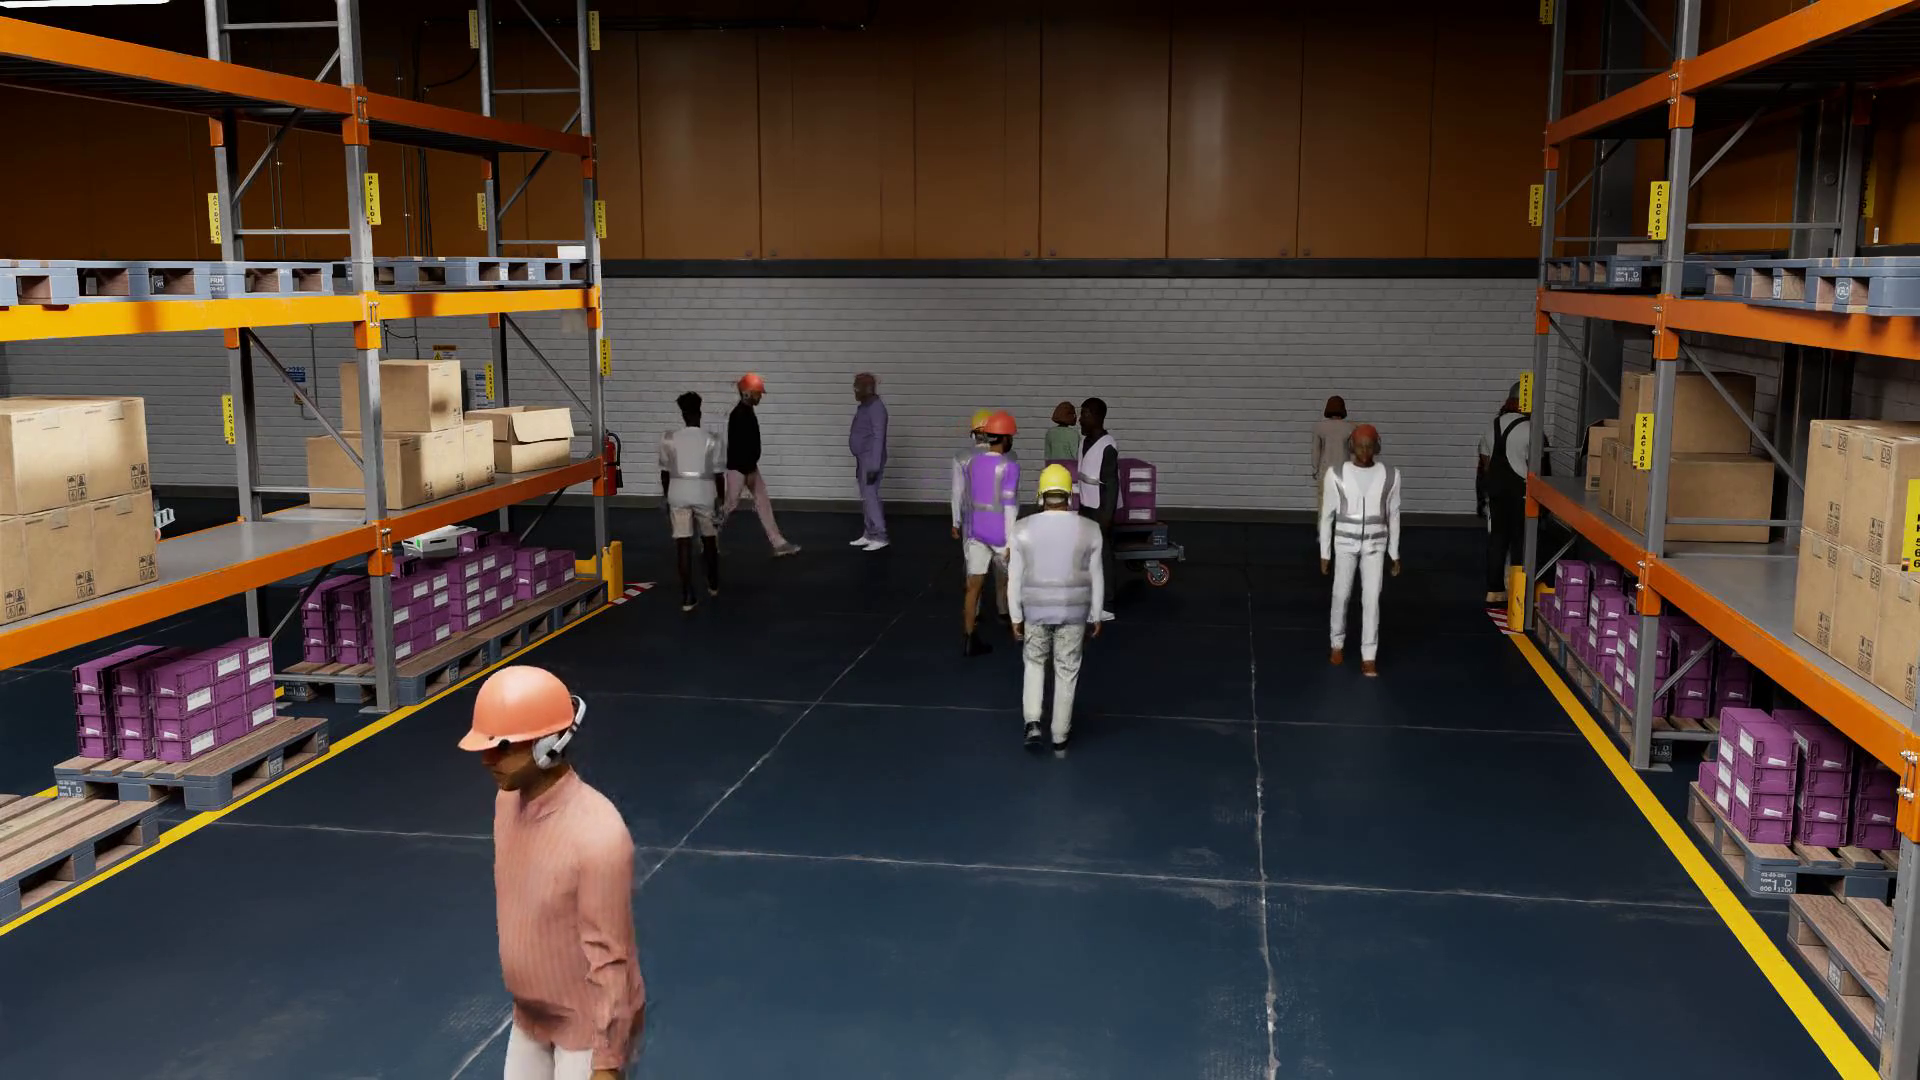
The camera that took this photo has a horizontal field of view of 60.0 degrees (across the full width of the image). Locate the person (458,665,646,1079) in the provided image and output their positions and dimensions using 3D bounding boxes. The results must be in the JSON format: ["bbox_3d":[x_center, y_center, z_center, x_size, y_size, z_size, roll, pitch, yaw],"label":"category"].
[{"bbox_3d":[-1.036,1.282,4.557,0.647,1.970,0.602,9,13,44],"label":"person"}]

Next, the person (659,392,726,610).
[{"bbox_3d":[-2.402,-0.375,14.992,0.599,1.904,0.980,-1,9,-7],"label":"person"}]

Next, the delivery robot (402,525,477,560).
[{"bbox_3d":[-5.150,0.010,16.466,0.477,0.478,0.707,8,12,41],"label":"delivery robot"}]

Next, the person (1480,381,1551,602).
[{"bbox_3d":[4.999,-0.422,14.854,0.536,2.000,0.680,-4,10,-22],"label":"person"}]

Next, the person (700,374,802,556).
[{"bbox_3d":[-2.237,-0.765,17.322,1.078,1.927,0.625,1,9,8],"label":"person"}]

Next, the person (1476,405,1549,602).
[{"bbox_3d":[5.050,-0.362,15.185,0.656,1.818,0.611,5,11,30],"label":"person"}]

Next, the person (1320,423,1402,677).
[{"bbox_3d":[2.996,0.061,12.447,0.598,1.893,0.515,1,9,8],"label":"person"}]

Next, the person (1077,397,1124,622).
[{"bbox_3d":[1.177,-0.260,14.227,0.395,1.920,0.590,-3,10,-18],"label":"person"}]

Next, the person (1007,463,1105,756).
[{"bbox_3d":[0.597,0.437,10.264,0.595,1.819,0.417,1,9,8],"label":"person"}]

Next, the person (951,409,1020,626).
[{"bbox_3d":[0.207,-0.186,14.045,0.599,1.827,0.403,-2,9,-13],"label":"person"}]

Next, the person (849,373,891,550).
[{"bbox_3d":[-0.989,-0.836,17.874,0.421,1.895,0.682,-3,10,-16],"label":"person"}]

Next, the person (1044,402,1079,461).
[{"bbox_3d":[1.089,-0.629,17.374,0.278,1.634,0.498,-8,12,-40],"label":"person"}]

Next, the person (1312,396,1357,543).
[{"bbox_3d":[4.100,-0.764,18.218,0.497,1.632,0.289,3,10,16],"label":"person"}]

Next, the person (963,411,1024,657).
[{"bbox_3d":[0.347,-0.060,13.048,0.566,1.893,0.948,9,13,44],"label":"person"}]
